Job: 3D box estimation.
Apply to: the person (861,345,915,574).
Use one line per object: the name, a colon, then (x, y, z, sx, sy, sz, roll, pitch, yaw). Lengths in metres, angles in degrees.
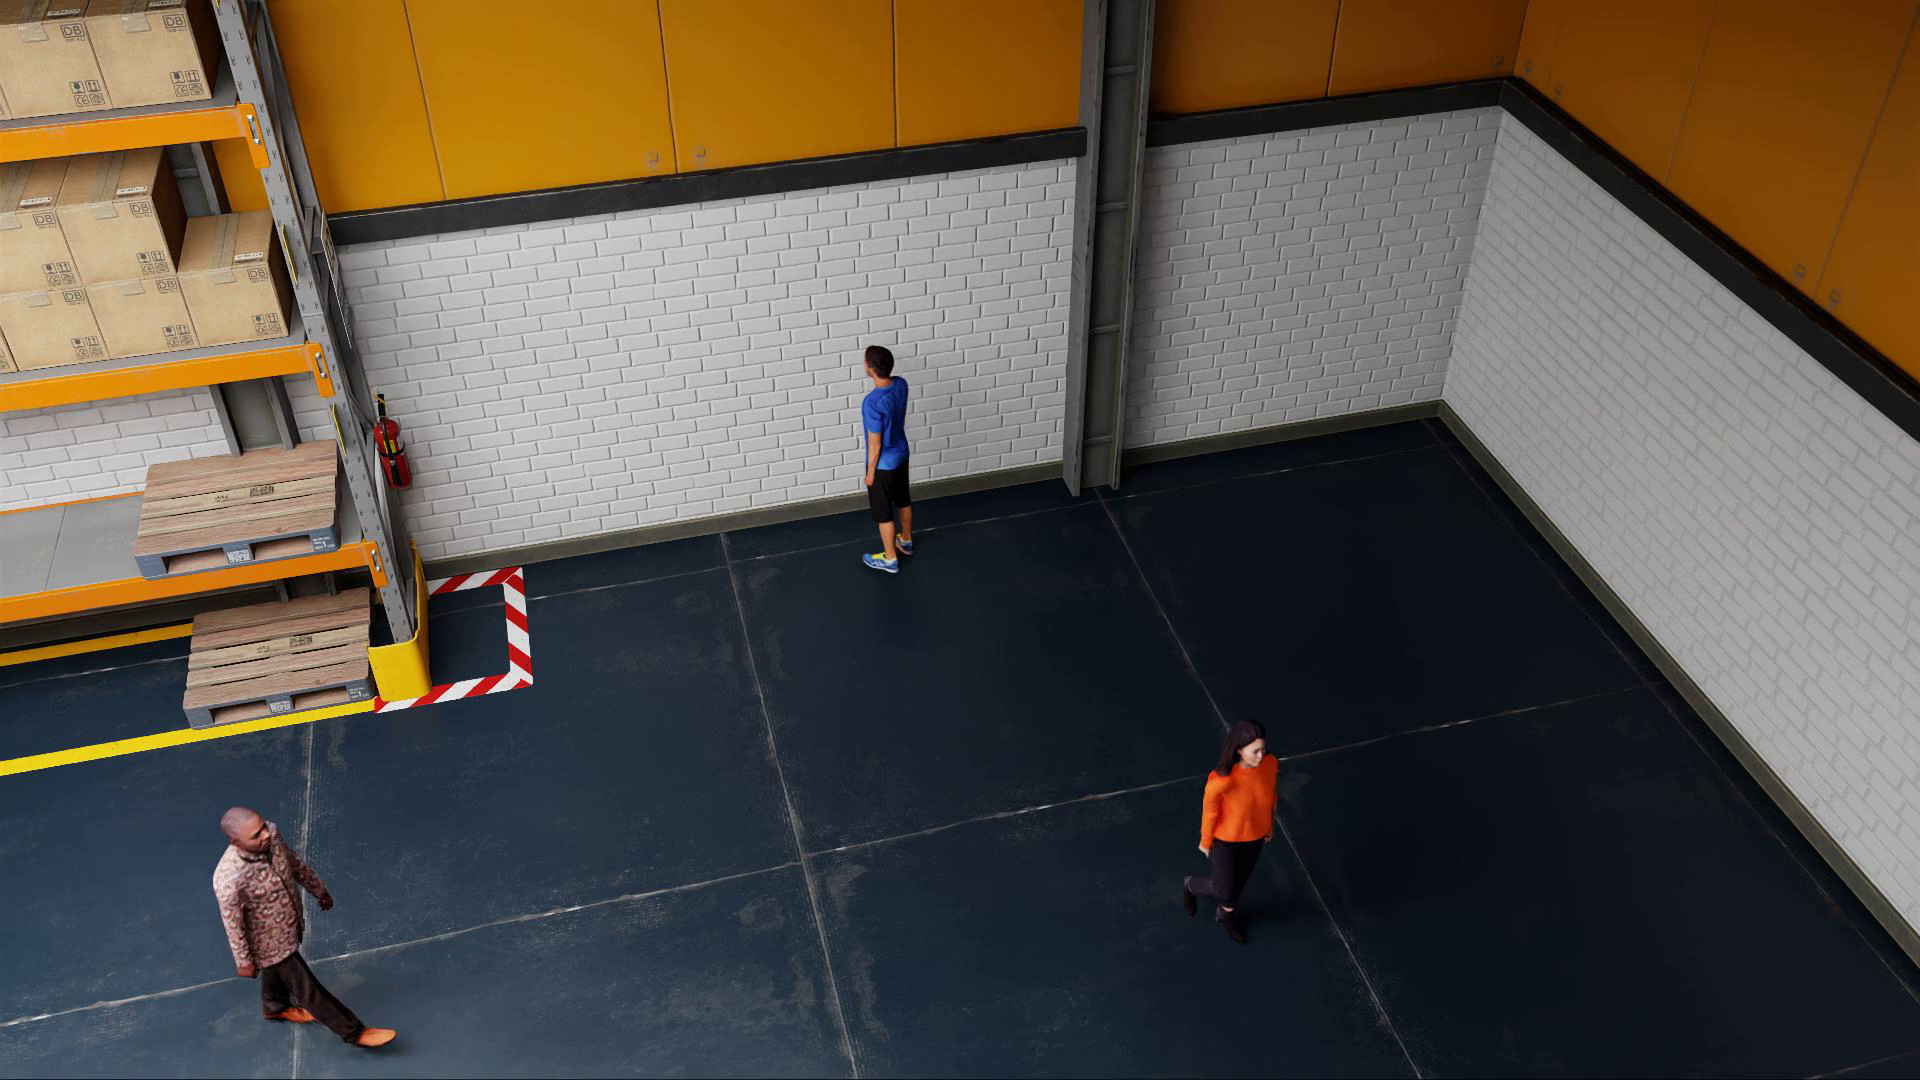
person: (-0.523, -0.590, 12.122, 0.758, 1.866, 0.694, 21, 43, 24)

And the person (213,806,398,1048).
person: (-3.743, 2.062, 8.876, 1.209, 1.772, 0.978, 4, 39, 5)

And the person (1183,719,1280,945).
person: (1.512, 1.618, 9.459, 0.745, 1.737, 0.788, -22, 43, -25)
